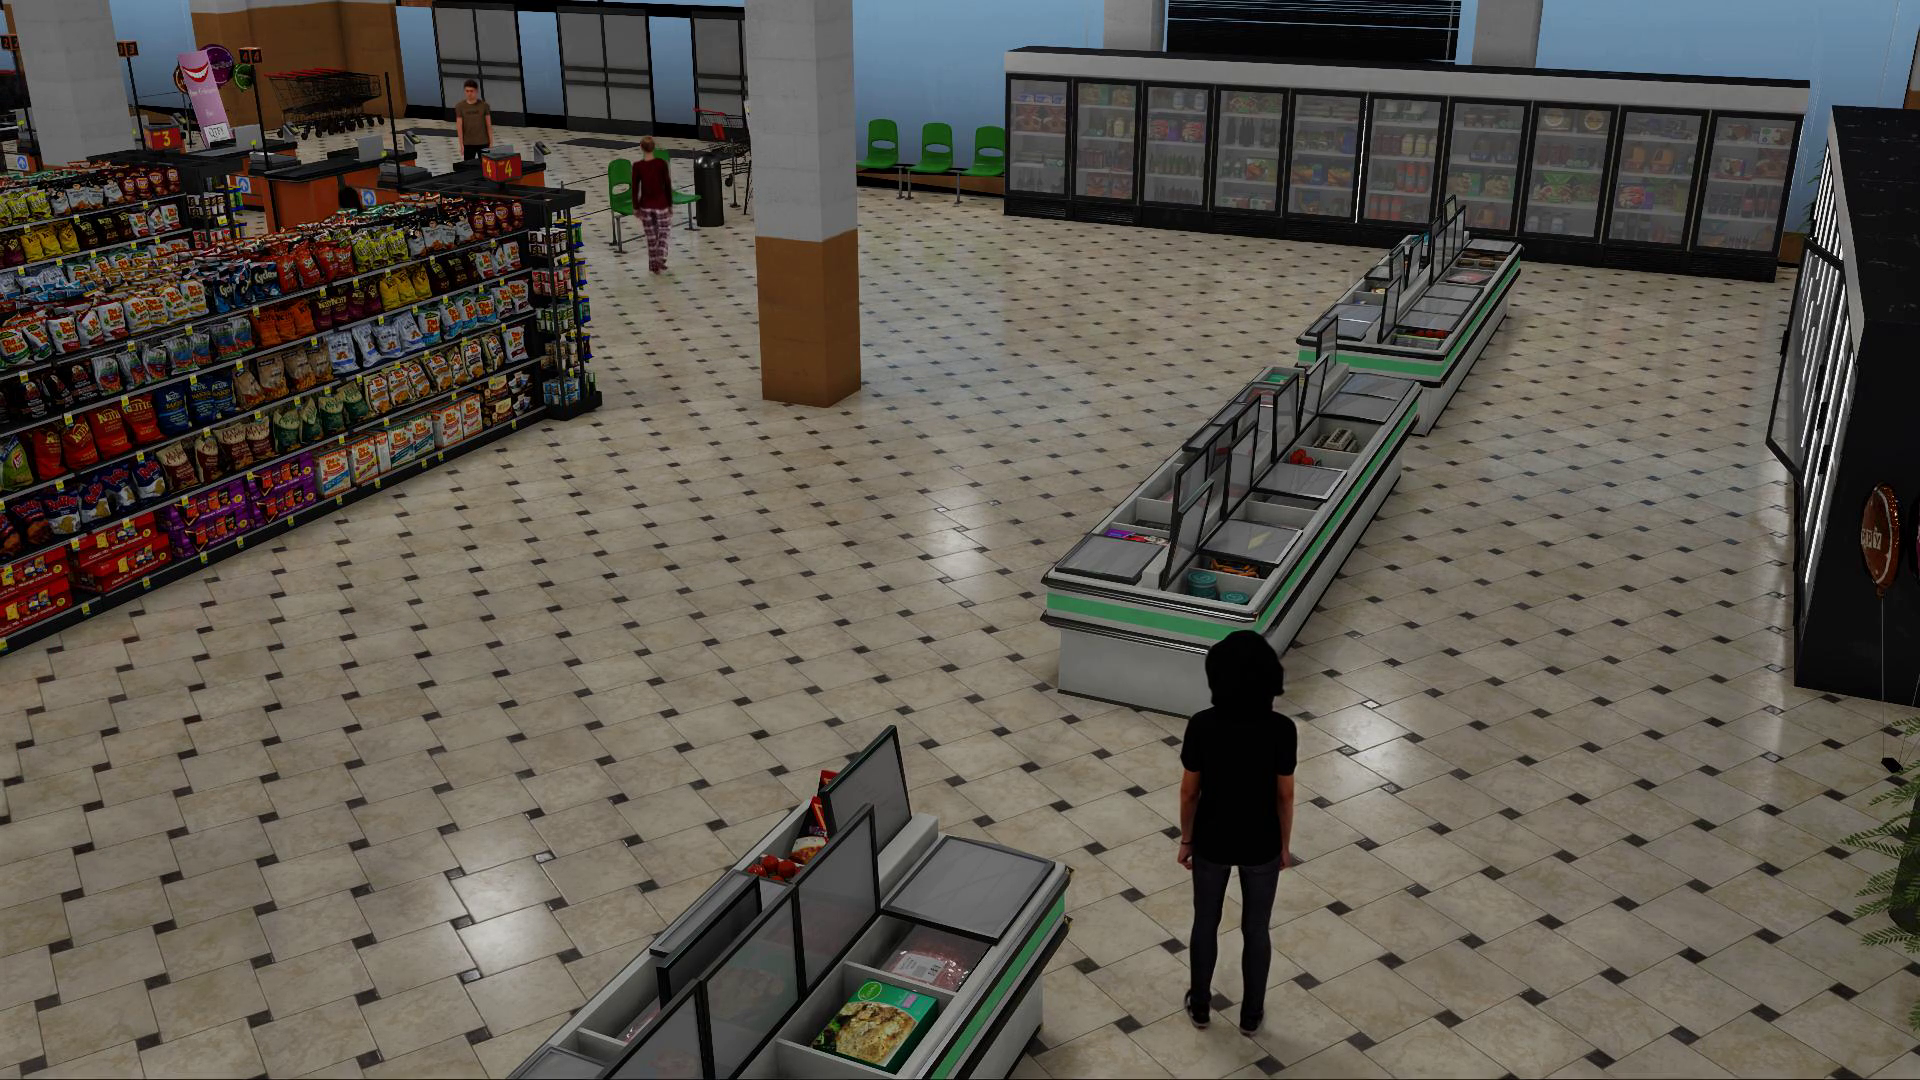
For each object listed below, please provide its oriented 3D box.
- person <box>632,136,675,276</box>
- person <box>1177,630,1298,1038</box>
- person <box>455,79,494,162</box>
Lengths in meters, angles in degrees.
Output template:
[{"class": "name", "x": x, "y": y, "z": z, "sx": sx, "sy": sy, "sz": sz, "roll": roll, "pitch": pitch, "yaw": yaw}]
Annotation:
[{"class": "person", "x": -3.719, "y": -4.051, "z": 20.240, "sx": 0.790, "sy": 1.690, "sz": 0.840, "roll": -4, "pitch": 22, "yaw": -10}, {"class": "person", "x": 1.145, "y": 1.233, "z": 6.904, "sx": 0.678, "sy": 1.829, "sz": 0.605, "roll": 4, "pitch": 22, "yaw": 10}, {"class": "person", "x": -7.106, "y": -5.818, "z": 24.423, "sx": 0.730, "sy": 1.849, "sz": 0.798, "roll": -9, "pitch": 23, "yaw": -20}]
